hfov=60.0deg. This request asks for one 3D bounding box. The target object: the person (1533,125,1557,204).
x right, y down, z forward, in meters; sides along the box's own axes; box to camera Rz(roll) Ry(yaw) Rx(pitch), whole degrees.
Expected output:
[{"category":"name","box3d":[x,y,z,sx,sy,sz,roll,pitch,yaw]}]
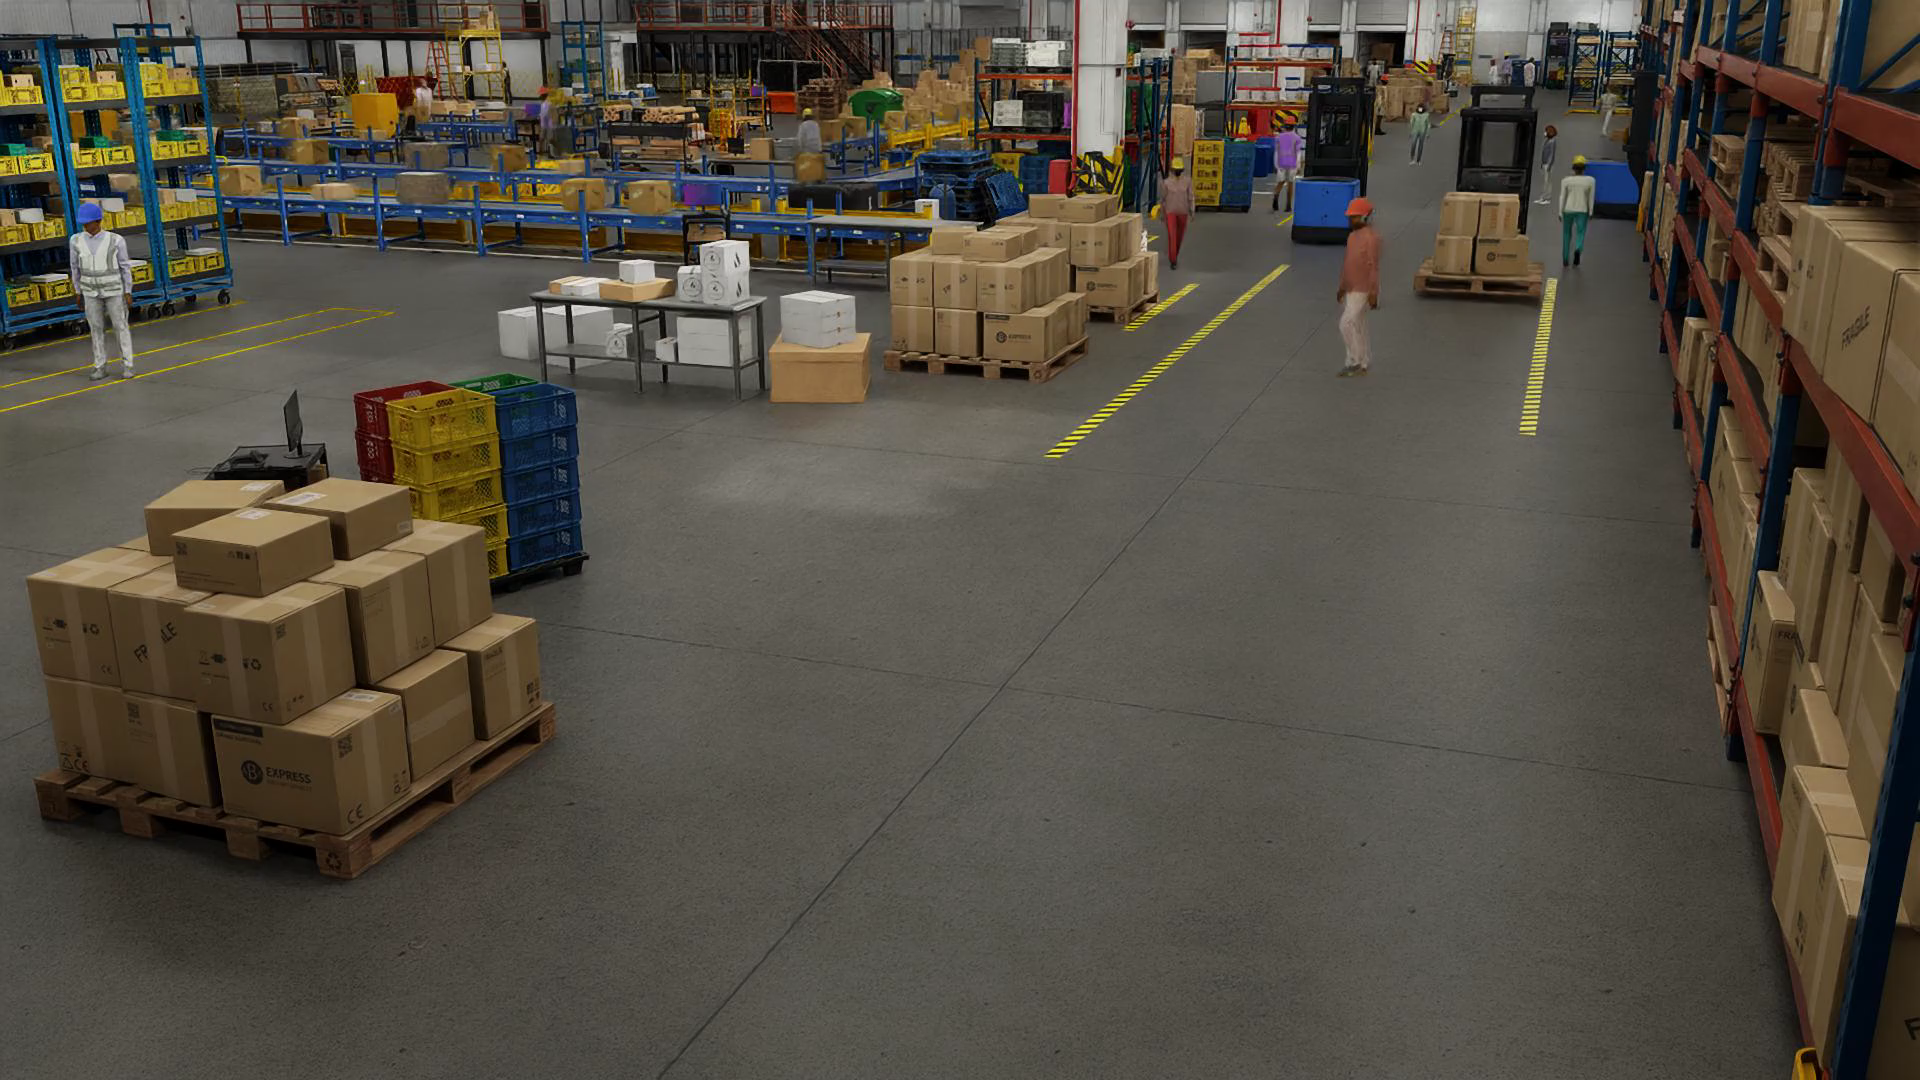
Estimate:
[{"category":"person","box3d":[12.344,-7.895,34.981,0.284,1.636,0.500,0,18,0]}]

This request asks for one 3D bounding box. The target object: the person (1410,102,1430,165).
[{"category":"person","box3d":[12.093,-10.675,43.756,0.514,1.611,0.661,4,18,14]}]

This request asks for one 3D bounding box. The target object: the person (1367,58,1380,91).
[{"category":"person","box3d":[18.851,-21.017,75.831,0.519,1.874,0.327,4,18,13]}]

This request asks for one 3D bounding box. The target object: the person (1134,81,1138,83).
[{"category":"person","box3d":[10.064,-26.757,93.936,0.636,1.828,0.530,-16,24,-41]}]

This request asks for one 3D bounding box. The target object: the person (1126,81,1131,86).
[{"category":"person","box3d":[6.384,-17.004,63.304,0.940,1.833,0.528,9,20,27]}]

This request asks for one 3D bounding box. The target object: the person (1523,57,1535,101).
[{"category":"person","box3d":[25.578,-20.697,74.725,0.373,1.935,0.628,-8,19,-23]}]

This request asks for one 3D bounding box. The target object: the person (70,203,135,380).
[{"category":"person","box3d":[-9.387,-2.716,18.218,0.602,1.940,0.402,-3,18,-8]}]

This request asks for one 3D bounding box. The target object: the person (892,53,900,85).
[{"category":"person","box3d":[-3.567,-25.796,91.095,0.724,1.722,0.500,-12,21,-33]}]

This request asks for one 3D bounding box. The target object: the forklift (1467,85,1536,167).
[{"category":"forklift","box3d":[8.284,-5.601,25.755,1.129,2.768,1.873,6,19,18]}]

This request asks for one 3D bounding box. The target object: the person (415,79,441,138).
[{"category":"person","box3d":[-16.975,-13.735,52.989,0.991,1.852,0.665,13,22,36]}]

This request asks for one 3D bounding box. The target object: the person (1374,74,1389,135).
[{"category":"person","box3d":[13.843,-14.272,54.530,0.375,1.936,0.564,10,20,27]}]

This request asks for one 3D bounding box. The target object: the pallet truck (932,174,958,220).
[{"category":"pallet truck","box3d":[-0.507,-5.292,27.348,0.653,1.274,1.630,6,19,19]}]

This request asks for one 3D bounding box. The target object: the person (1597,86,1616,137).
[{"category":"person","box3d":[21.048,-13.946,54.047,0.822,1.601,0.516,-15,23,-40]}]

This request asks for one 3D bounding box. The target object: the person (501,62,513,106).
[{"category":"person","box3d":[-19.430,-19.523,71.179,0.347,1.847,0.505,10,20,30]}]

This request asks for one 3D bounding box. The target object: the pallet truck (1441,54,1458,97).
[{"category":"pallet truck","box3d":[22.765,-21.886,78.355,0.823,1.965,1.885,-4,18,-14]}]

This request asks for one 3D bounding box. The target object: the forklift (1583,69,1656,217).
[{"category":"forklift","box3d":[13.219,-7.740,32.475,1.873,2.768,1.129,6,19,18]}]

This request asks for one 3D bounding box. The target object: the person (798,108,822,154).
[{"category":"person","box3d":[-3.396,-8.954,38.062,0.681,1.800,0.611,16,24,41]}]

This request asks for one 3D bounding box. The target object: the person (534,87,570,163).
[{"category":"person","box3d":[-10.942,-11.052,44.308,0.985,2.011,0.618,-5,18,-14]}]

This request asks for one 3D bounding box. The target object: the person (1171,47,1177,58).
[{"category":"person","box3d":[12.014,-26.503,92.916,0.749,1.973,0.623,11,21,32]}]

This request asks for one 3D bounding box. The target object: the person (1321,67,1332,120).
[{"category":"person","box3d":[13.731,-16.651,61.982,0.622,1.946,0.652,-4,18,-13]}]

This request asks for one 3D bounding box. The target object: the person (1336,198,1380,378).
[{"category":"person","box3d":[4.318,-2.758,18.289,0.610,1.970,0.645,-3,18,-11]}]

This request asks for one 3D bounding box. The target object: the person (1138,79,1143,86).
[{"category":"person","box3d":[9.431,-24.311,86.255,0.608,1.830,0.632,8,19,23]}]

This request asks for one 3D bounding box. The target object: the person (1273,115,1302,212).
[{"category":"person","box3d":[6.581,-7.575,33.526,0.554,1.922,0.537,9,20,26]}]

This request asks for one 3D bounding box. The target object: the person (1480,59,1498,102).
[{"category":"person","box3d":[23.701,-20.517,74.289,0.859,1.848,0.606,1,18,2]}]

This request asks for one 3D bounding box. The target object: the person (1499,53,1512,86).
[{"category":"person","box3d":[27.159,-23.281,82.855,0.593,1.924,0.384,-4,18,-13]}]

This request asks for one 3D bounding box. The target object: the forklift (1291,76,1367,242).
[{"category":"forklift","box3d":[6.598,-6.755,29.381,1.129,2.768,1.873,6,19,19]}]

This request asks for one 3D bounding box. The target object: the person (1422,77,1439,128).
[{"category":"person","box3d":[16.213,-15.064,57.351,0.859,1.728,0.544,8,19,24]}]

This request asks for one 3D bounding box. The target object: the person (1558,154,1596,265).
[{"category":"person","box3d":[9.741,-5.203,26.323,0.538,1.753,0.556,6,18,17]}]

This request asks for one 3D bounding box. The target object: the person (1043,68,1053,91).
[{"category":"person","box3d":[3.332,-16.965,63.023,0.388,1.919,0.592,10,20,28]}]

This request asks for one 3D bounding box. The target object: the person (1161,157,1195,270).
[{"category":"person","box3d":[3.432,-5.195,26.336,0.531,1.737,0.804,-1,18,-3]}]
